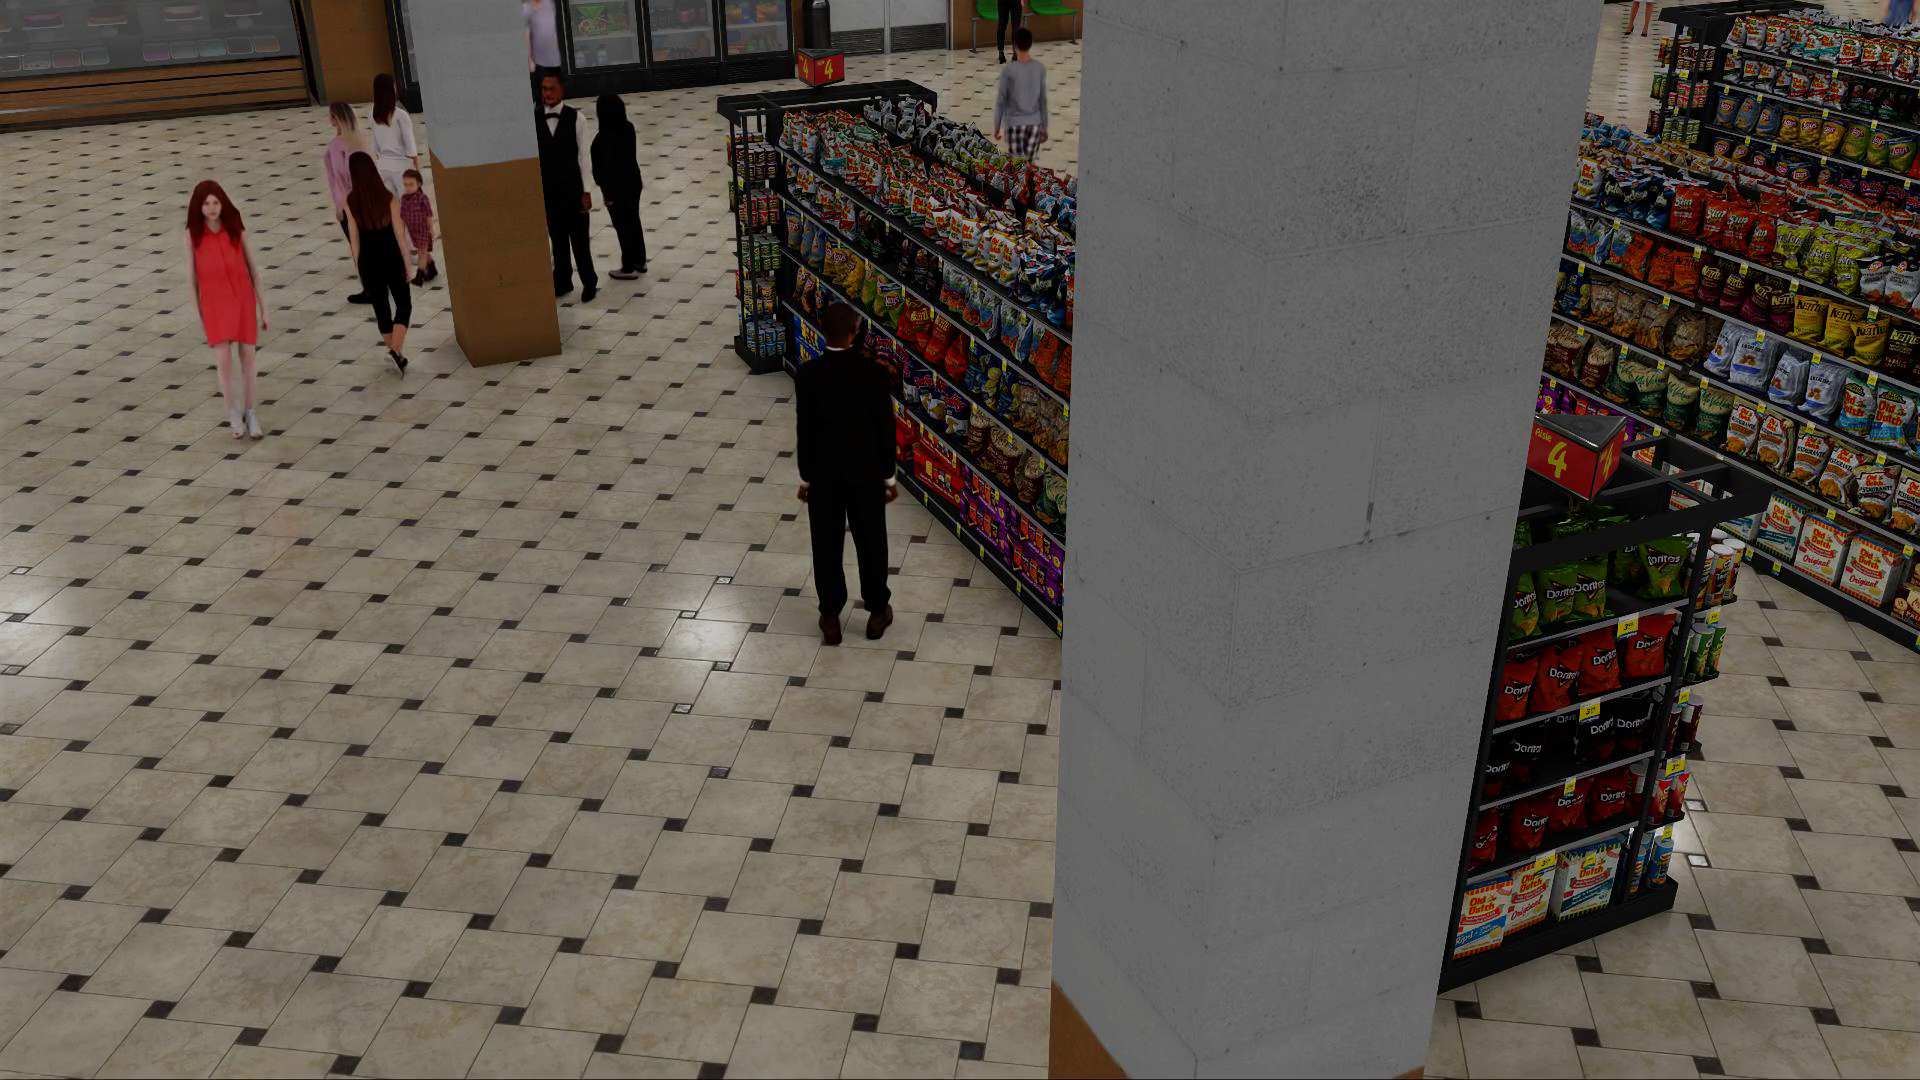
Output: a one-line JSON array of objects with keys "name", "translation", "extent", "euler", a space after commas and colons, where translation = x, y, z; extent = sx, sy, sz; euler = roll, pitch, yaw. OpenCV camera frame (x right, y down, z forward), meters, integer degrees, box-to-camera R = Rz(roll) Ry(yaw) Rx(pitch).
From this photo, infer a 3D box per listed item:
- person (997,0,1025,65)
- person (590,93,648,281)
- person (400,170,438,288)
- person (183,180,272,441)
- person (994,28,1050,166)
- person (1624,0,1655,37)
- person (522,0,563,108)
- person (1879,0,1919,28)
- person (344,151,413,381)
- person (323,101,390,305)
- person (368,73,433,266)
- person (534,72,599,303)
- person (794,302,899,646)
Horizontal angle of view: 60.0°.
[{"name": "person", "translation": [0.689, -7.525, 23.143], "extent": [0.673, 1.749, 0.769], "euler": [15, 31, 28]}, {"name": "person", "translation": [-2.964, -3.101, 14.567], "extent": [0.826, 1.616, 0.763], "euler": [9, 28, 16]}, {"name": "person", "translation": [-4.708, -2.733, 14.522], "extent": [0.674, 1.001, 0.770], "euler": [6, 27, 11]}, {"name": "person", "translation": [-4.971, -1.565, 11.321], "extent": [0.615, 1.812, 0.623], "euler": [-15, 30, -27]}, {"name": "person", "translation": [0.628, -3.943, 15.997], "extent": [0.727, 1.823, 1.024], "euler": [-9, 28, -16]}, {"name": "person", "translation": [10.398, -8.529, 25.121], "extent": [0.617, 1.751, 0.710], "euler": [15, 30, 27]}, {"name": "person", "translation": [-4.833, -5.588, 19.262], "extent": [1.038, 1.804, 0.995], "euler": [9, 28, 18]}, {"name": "person", "translation": [11.949, -6.491, 21.277], "extent": [0.858, 1.593, 0.896], "euler": [13, 30, 24]}, {"name": "person", "translation": [-4.279, -1.970, 12.236], "extent": [0.763, 1.707, 1.008], "euler": [-2, 27, -5]}, {"name": "person", "translation": [-5.069, -2.833, 13.959], "extent": [0.748, 1.688, 0.671], "euler": [7, 28, 13]}, {"name": "person", "translation": [-5.054, -3.333, 14.949], "extent": [0.669, 1.684, 0.736], "euler": [10, 29, 20]}, {"name": "person", "translation": [-3.334, -2.974, 13.989], "extent": [0.788, 1.913, 0.791], "euler": [4, 27, 8]}, {"name": "person", "translation": [-0.603, -0.344, 8.812], "extent": [0.789, 1.904, 0.767], "euler": [-1, 27, -1]}]
